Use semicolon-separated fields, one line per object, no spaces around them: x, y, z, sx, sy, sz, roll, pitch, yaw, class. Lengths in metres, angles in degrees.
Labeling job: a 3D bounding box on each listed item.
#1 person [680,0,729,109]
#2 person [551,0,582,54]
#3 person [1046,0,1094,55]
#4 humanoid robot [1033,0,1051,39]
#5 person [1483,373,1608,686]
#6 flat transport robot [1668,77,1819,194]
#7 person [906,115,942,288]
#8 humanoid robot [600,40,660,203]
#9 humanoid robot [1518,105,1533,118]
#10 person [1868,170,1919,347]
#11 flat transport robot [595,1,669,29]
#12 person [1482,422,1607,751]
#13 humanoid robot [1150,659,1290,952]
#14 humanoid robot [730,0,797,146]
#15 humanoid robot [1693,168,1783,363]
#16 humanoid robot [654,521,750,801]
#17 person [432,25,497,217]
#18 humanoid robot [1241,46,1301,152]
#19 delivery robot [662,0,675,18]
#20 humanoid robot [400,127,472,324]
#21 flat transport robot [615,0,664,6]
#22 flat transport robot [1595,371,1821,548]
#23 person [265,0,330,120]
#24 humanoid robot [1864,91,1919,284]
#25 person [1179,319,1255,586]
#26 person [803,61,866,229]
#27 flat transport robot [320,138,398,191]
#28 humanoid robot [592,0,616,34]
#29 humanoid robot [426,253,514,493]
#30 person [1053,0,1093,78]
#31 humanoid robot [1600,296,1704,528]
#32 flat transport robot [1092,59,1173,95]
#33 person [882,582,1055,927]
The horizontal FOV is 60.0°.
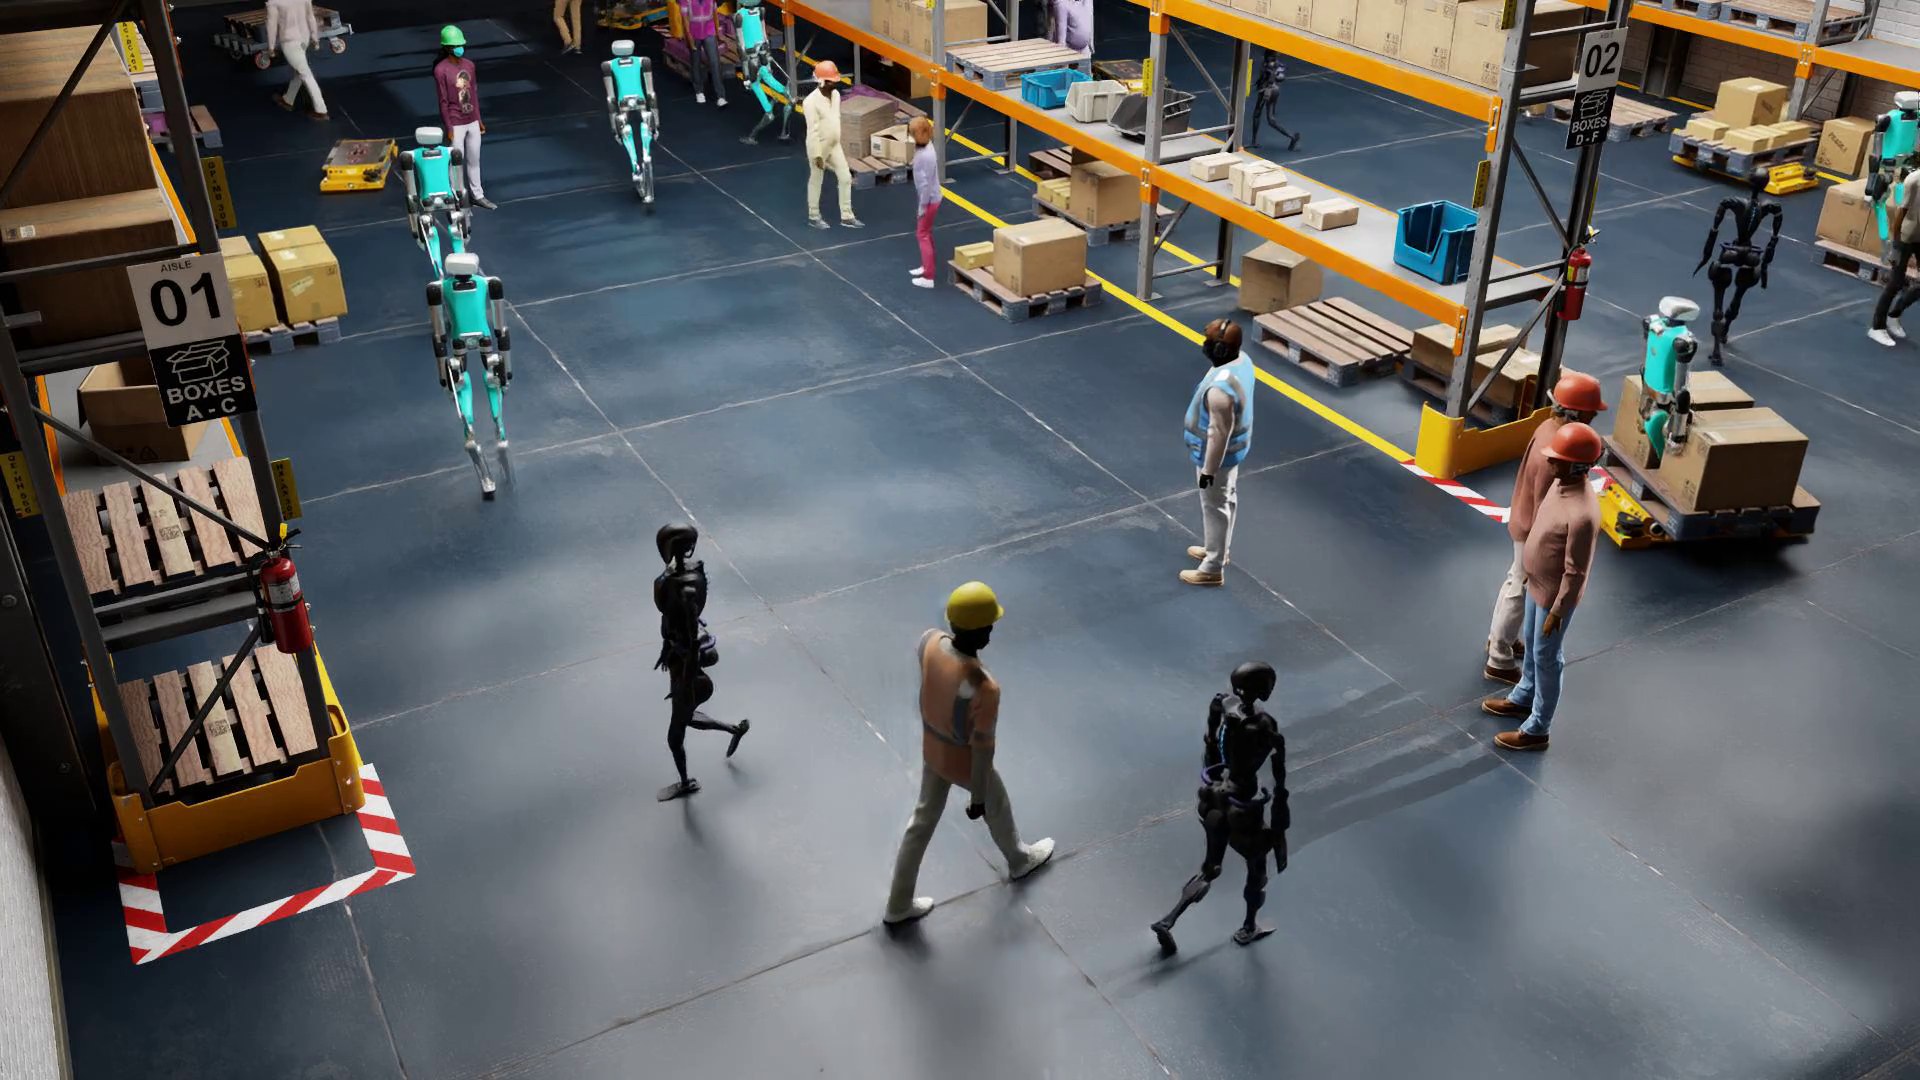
-3.232;-6.318;20.868;0.516;1.802;0.984;-11;32;-18;person
-5.499;-7.688;23.313;0.578;1.735;0.433;-18;35;-29;person
1.337;-6.252;20.728;0.559;1.846;0.967;-12;32;-19;person
1.130;-7.733;23.467;0.393;1.645;0.599;1;30;1;humanoid robot
3.446;-0.063;9.806;0.416;1.987;0.616;9;31;16;person
8.853;-4.220;18.756;0.659;0.231;1.431;-16;33;-25;flat transport robot
-0.336;-3.198;15.623;0.326;1.619;0.534;-4;30;-6;person
-3.405;-4.266;17.423;0.560;1.764;1.058;-6;30;-10;humanoid robot
7.056;-5.976;20.336;0.555;1.739;1.024;0;30;-1;humanoid robot
8.202;-2.547;14.255;0.552;1.853;0.429;-10;31;-16;person
-4.861;-8.056;25.434;0.659;0.231;1.431;16;34;26;flat transport robot
3.271;0.259;9.230;0.379;1.994;0.610;2;30;4;person
1.255;1.276;7.786;0.635;1.636;0.589;-18;34;-28;humanoid robot
-2.203;-5.430;19.396;0.825;1.780;0.530;17;34;27;humanoid robot
6.599;-2.371;14.172;0.591;1.630;0.785;7;31;12;humanoid robot
-1.419;0.640;8.907;0.601;1.634;0.584;-12;32;-20;humanoid robot
-5.197;-4.376;17.340;0.420;1.952;0.489;20;36;31;person
3.663;-5.335;19.315;0.693;1.647;0.601;0;30;0;humanoid robot
-4.183;-8.254;25.489;0.791;0.592;0.499;-20;35;-31;delivery robot
-4.502;-2.616;14.601;0.543;1.880;0.765;-13;32;-21;humanoid robot
-4.647;-8.421;26.068;1.431;0.231;0.659;-10;31;-17;flat transport robot
5.222;-0.220;11.793;1.431;0.231;0.659;-4;30;-6;flat transport robot
-8.295;-6.157;20.499;0.984;1.888;0.653;12;32;21;person
8.813;-3.174;15.566;0.546;1.903;0.754;-6;30;-10;humanoid robot
1.662;-0.567;10.819;0.431;1.843;0.622;10;31;17;person
-1.297;-3.966;16.841;0.710;1.723;0.580;20;35;30;person
-6.794;-4.261;18.827;0.659;0.231;1.431;-5;30;-8;flat transport robot
-5.314;-8.327;24.504;0.586;1.634;0.403;-9;31;-15;humanoid robot
-3.425;-1.078;11.862;0.543;1.815;0.784;-10;31;-16;humanoid robot
1.404;-5.858;20.000;0.728;1.866;0.911;-21;36;-32;person
4.952;-0.816;11.363;0.852;1.780;0.544;-4;30;-7;humanoid robot
2.250;-6.108;22.042;0.659;0.231;1.431;-9;31;-16;flat transport robot
0.023;1.012;8.041;1.030;1.869;0.590;-23;37;-35;person
